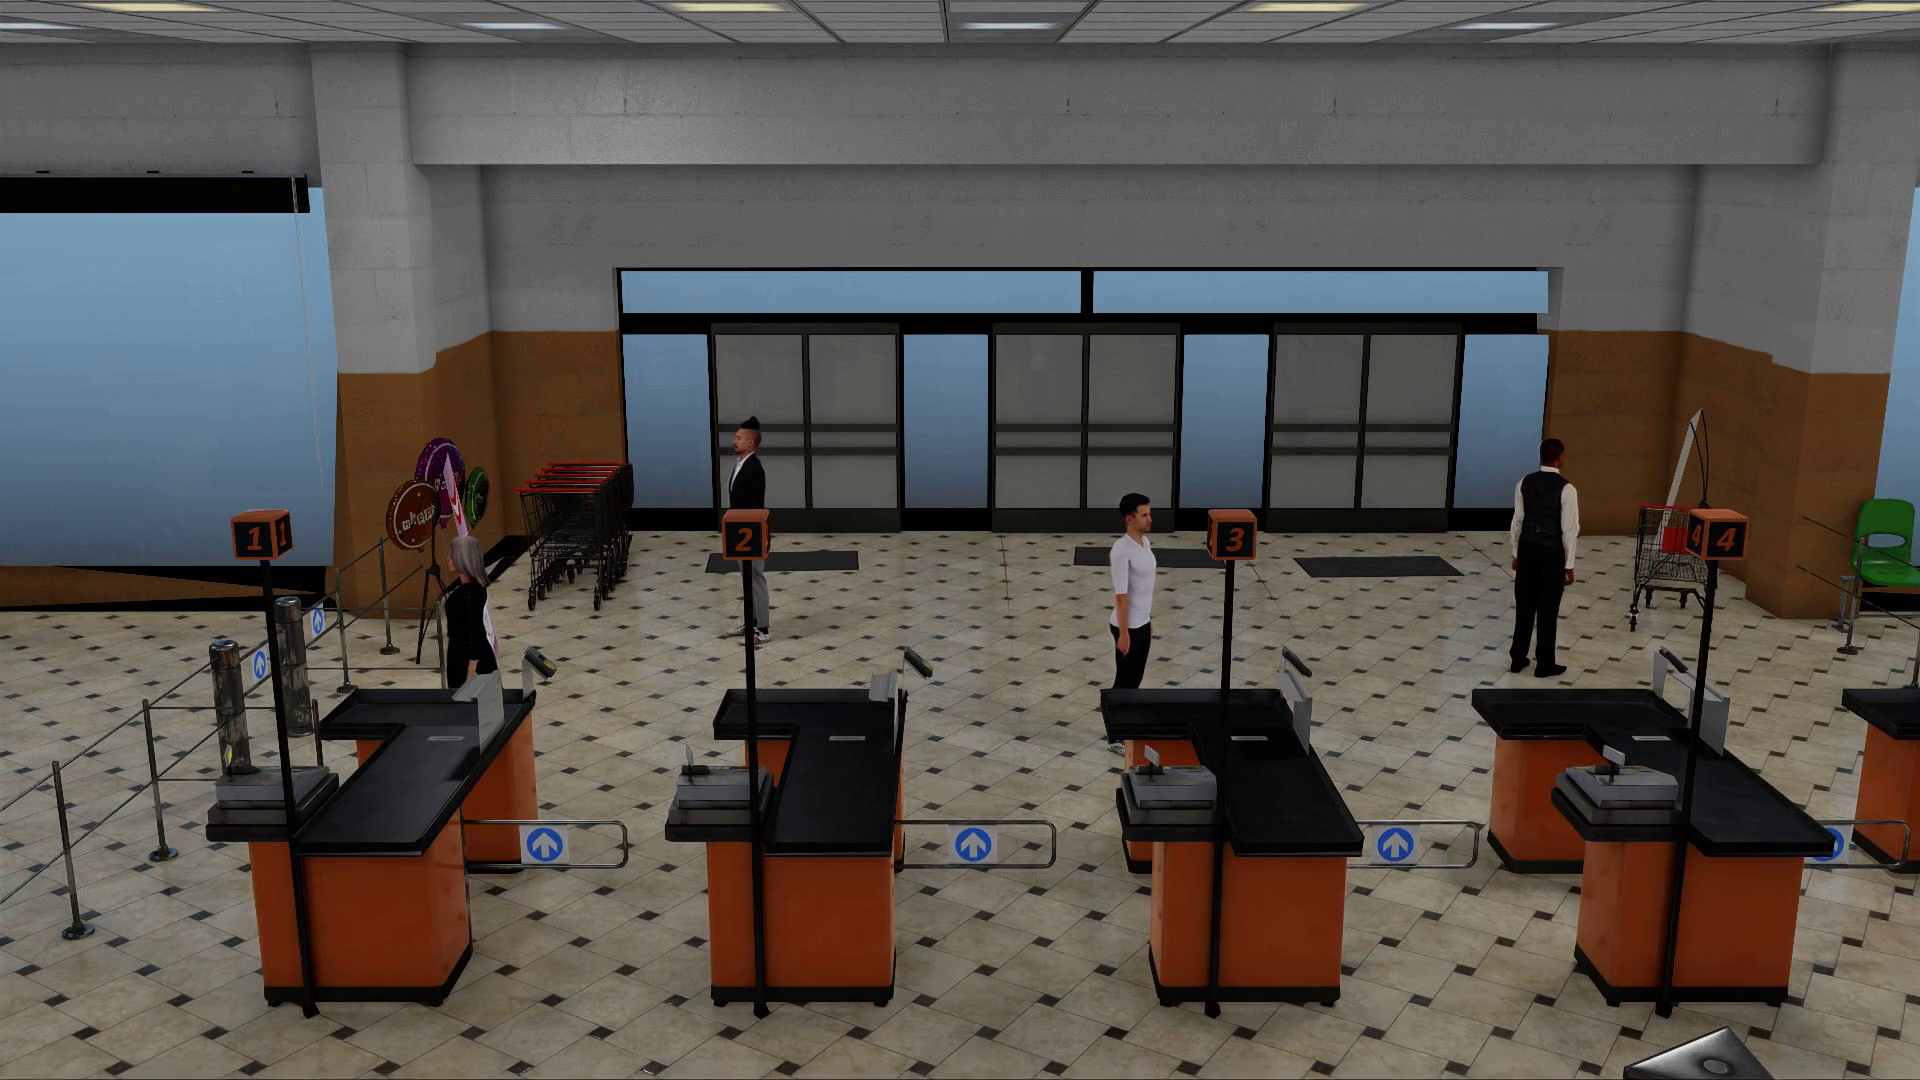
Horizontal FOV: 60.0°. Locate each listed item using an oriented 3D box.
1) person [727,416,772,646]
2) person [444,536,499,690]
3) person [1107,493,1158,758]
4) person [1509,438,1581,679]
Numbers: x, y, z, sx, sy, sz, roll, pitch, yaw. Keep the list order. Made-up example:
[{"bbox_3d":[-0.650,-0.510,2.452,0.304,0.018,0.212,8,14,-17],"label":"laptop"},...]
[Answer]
[{"bbox_3d":[-1.783,-0.091,14.180,0.845,1.950,0.691,-6,15,-22],"label":"person"},{"bbox_3d":[-3.190,0.821,10.853,0.748,1.746,0.632,-6,15,-23],"label":"person"},{"bbox_3d":[1.201,0.575,11.645,0.811,1.851,0.662,7,15,26],"label":"person"},{"bbox_3d":[4.662,0.132,13.330,0.831,1.918,0.766,-13,19,-42],"label":"person"}]
